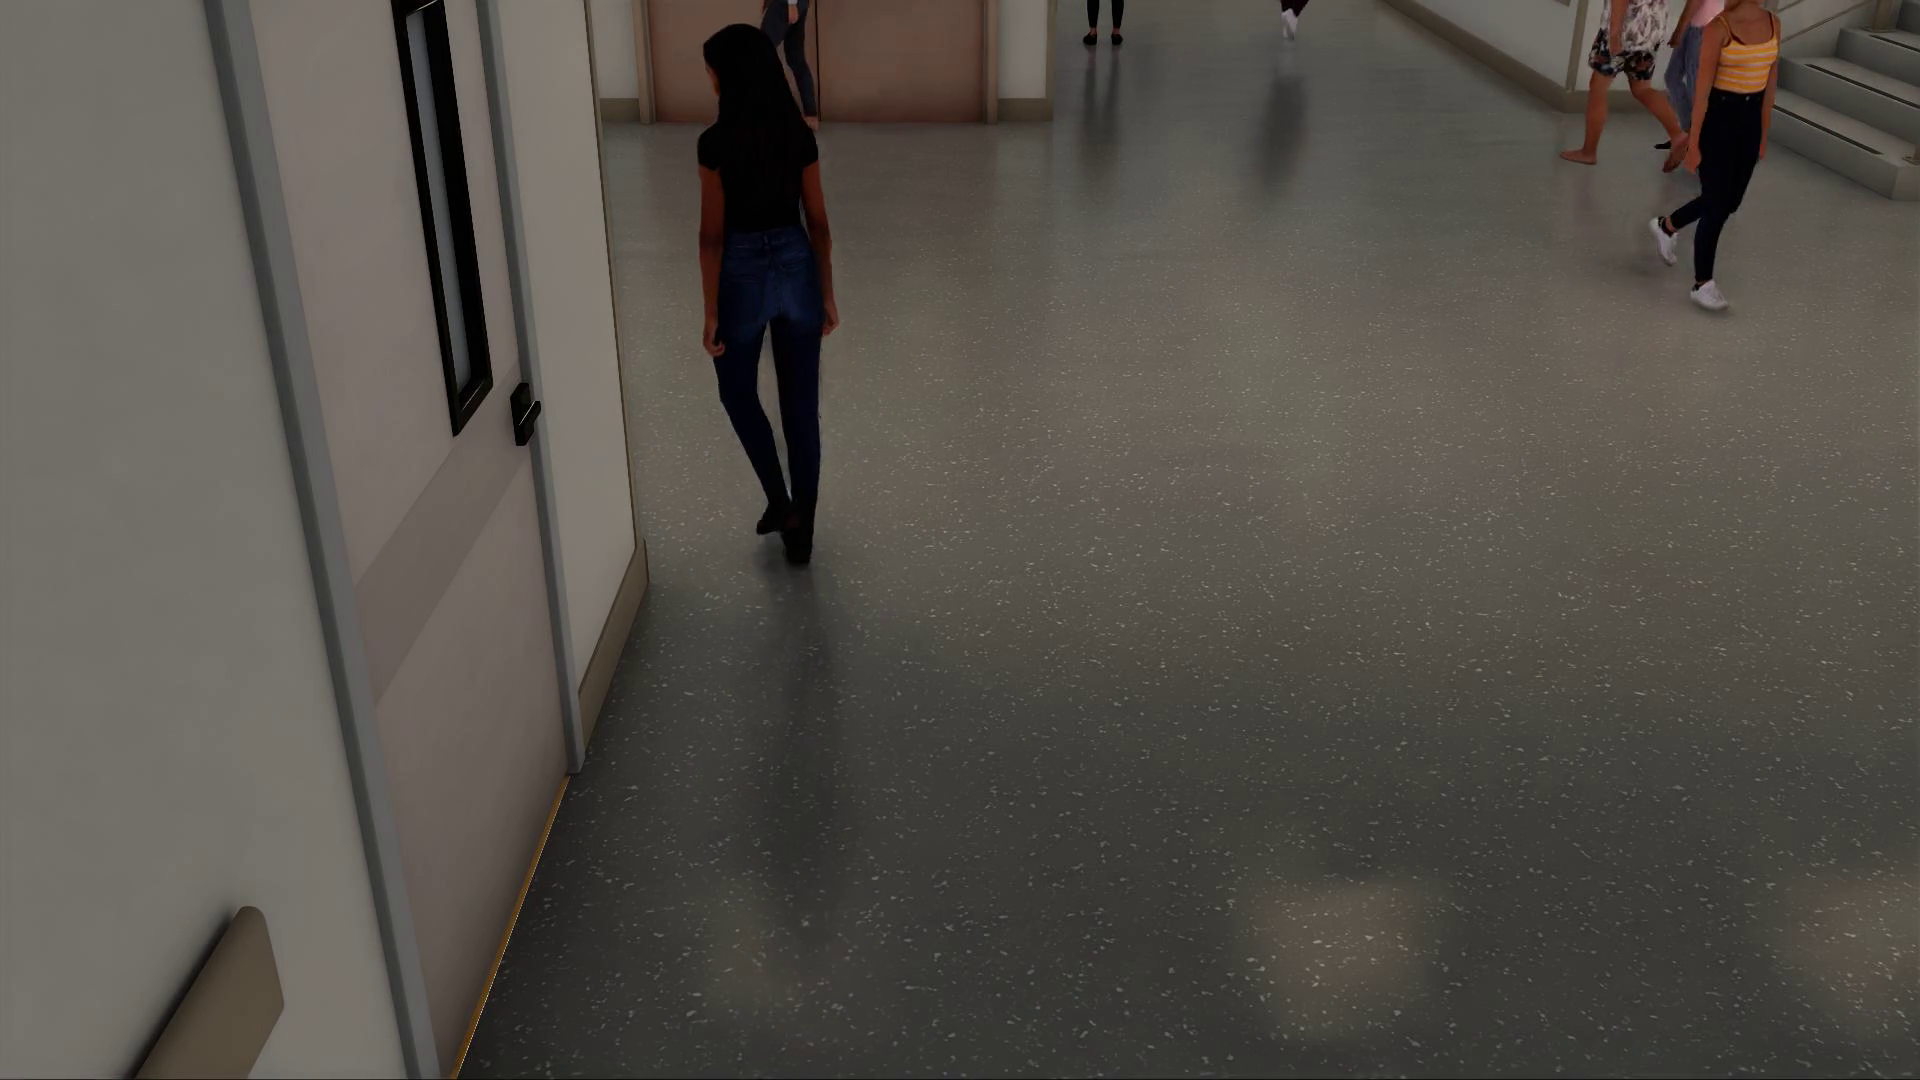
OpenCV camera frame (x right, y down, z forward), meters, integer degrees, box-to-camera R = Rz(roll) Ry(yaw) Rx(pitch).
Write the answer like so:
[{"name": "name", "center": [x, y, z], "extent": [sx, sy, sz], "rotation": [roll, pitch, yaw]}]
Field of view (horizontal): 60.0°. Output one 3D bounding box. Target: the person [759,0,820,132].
[{"name": "person", "center": [-1.080, -3.651, 11.269], "extent": [0.635, 1.755, 0.623], "rotation": [-1, 26, -2]}]

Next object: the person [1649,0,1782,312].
[{"name": "person", "center": [3.574, -1.932, 7.868], "extent": [0.914, 1.612, 0.802], "rotation": [-7, 27, -14]}]

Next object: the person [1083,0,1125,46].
[{"name": "person", "center": [1.282, -5.262, 14.659], "extent": [0.457, 1.712, 0.666], "rotation": [-1, 26, -2]}]

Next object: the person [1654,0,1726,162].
[{"name": "person", "center": [4.718, -3.201, 10.422], "extent": [0.776, 1.681, 0.721], "rotation": [18, 31, 32]}]

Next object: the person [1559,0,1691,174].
[{"name": "person", "center": [4.202, -3.148, 10.183], "extent": [1.101, 1.793, 1.033], "rotation": [-14, 29, -26]}]

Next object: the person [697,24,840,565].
[{"name": "person", "center": [-0.577, -0.693, 5.175], "extent": [0.664, 1.721, 0.778], "rotation": [-10, 28, -21]}]
